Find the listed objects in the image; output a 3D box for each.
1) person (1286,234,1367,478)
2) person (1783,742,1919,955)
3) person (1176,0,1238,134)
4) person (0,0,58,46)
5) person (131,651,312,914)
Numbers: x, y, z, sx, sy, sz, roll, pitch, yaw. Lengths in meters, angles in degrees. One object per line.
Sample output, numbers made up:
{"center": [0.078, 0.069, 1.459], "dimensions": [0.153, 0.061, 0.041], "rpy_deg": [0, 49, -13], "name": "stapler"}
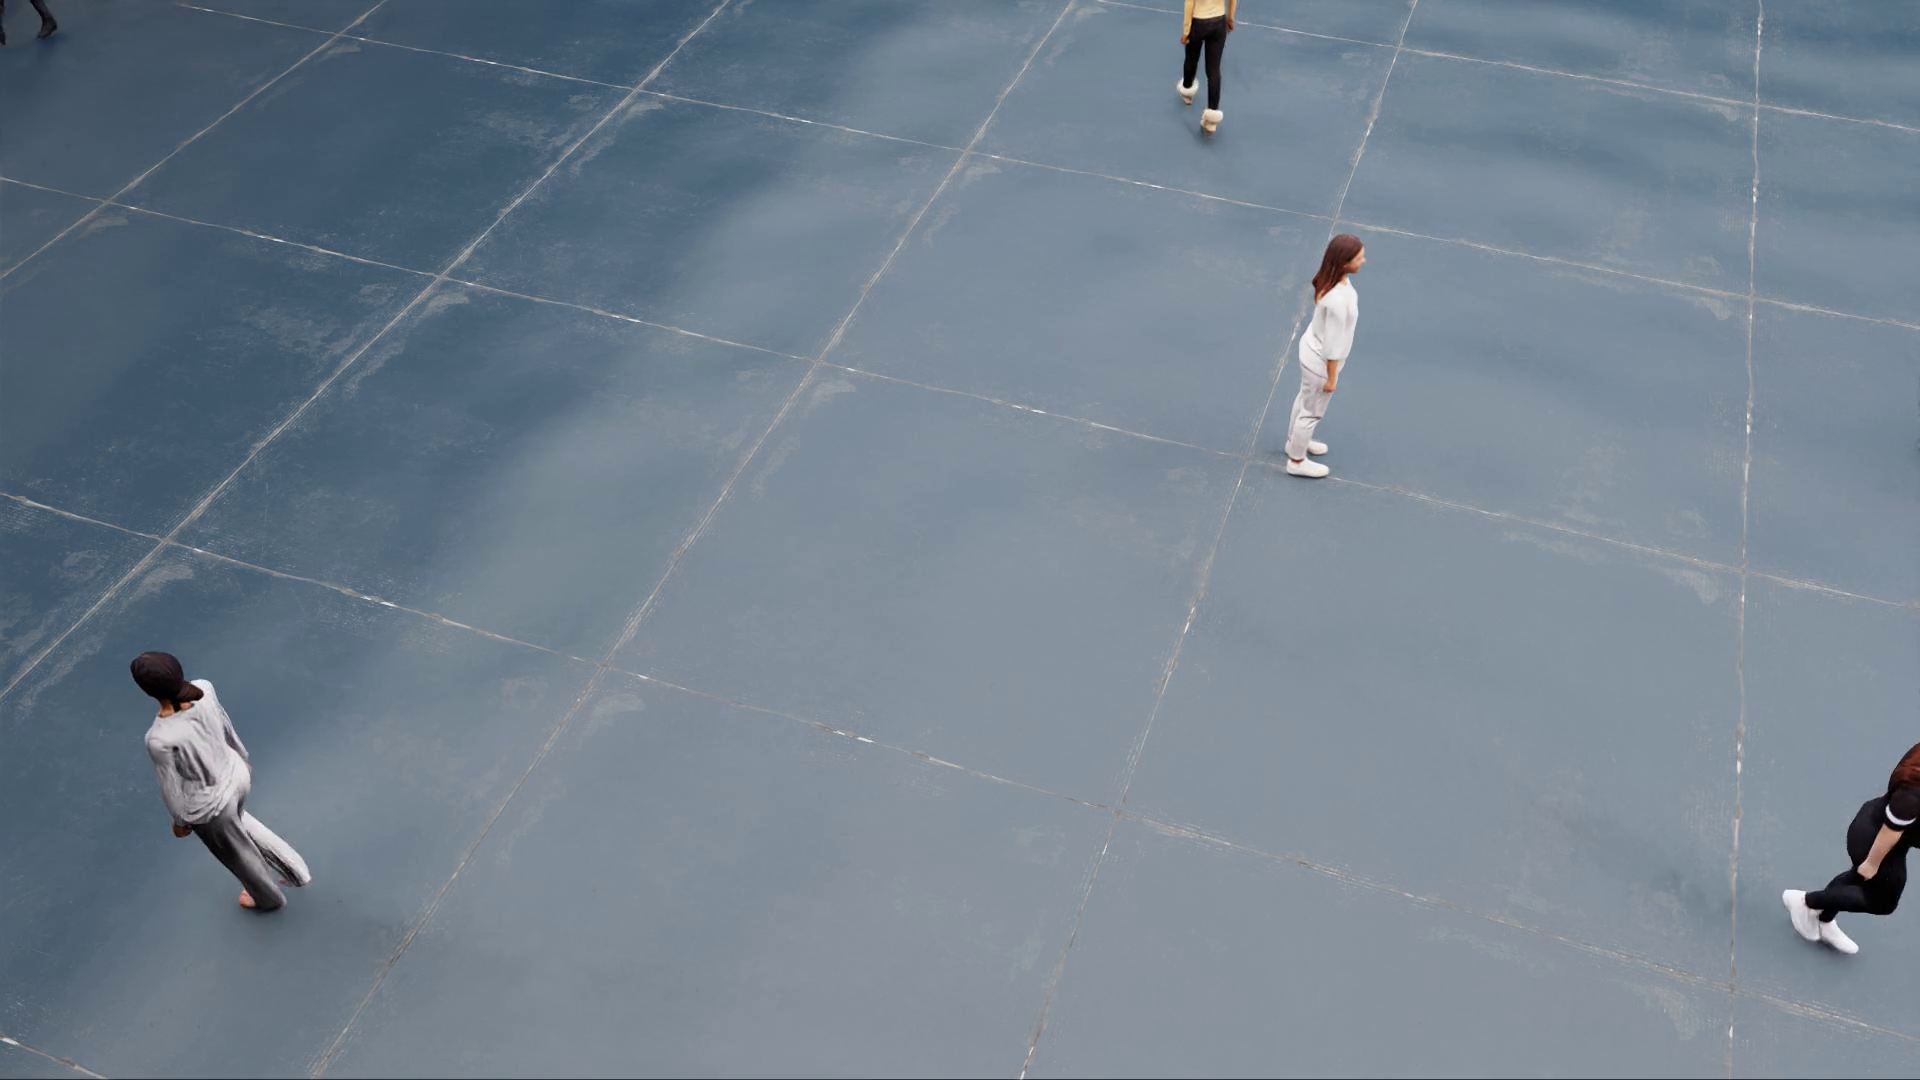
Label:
{"center": [2.181, -1.117, 10.031], "dimensions": [0.630, 1.688, 0.655], "rpy_deg": [2, 43, 2], "name": "person"}
{"center": [4.096, 1.302, 7.486], "dimensions": [0.767, 1.626, 0.716], "rpy_deg": [30, 51, 28], "name": "person"}
{"center": [1.988, -4.028, 13.198], "dimensions": [1.139, 1.620, 1.009], "rpy_deg": [-6, 43, -6], "name": "person"}
{"center": [-8.215, -5.073, 14.359], "dimensions": [0.888, 1.564, 0.781], "rpy_deg": [24, 48, 23], "name": "person"}
{"center": [-3.298, 1.160, 7.537], "dimensions": [0.712, 1.765, 0.642], "rpy_deg": [8, 44, 9], "name": "person"}
